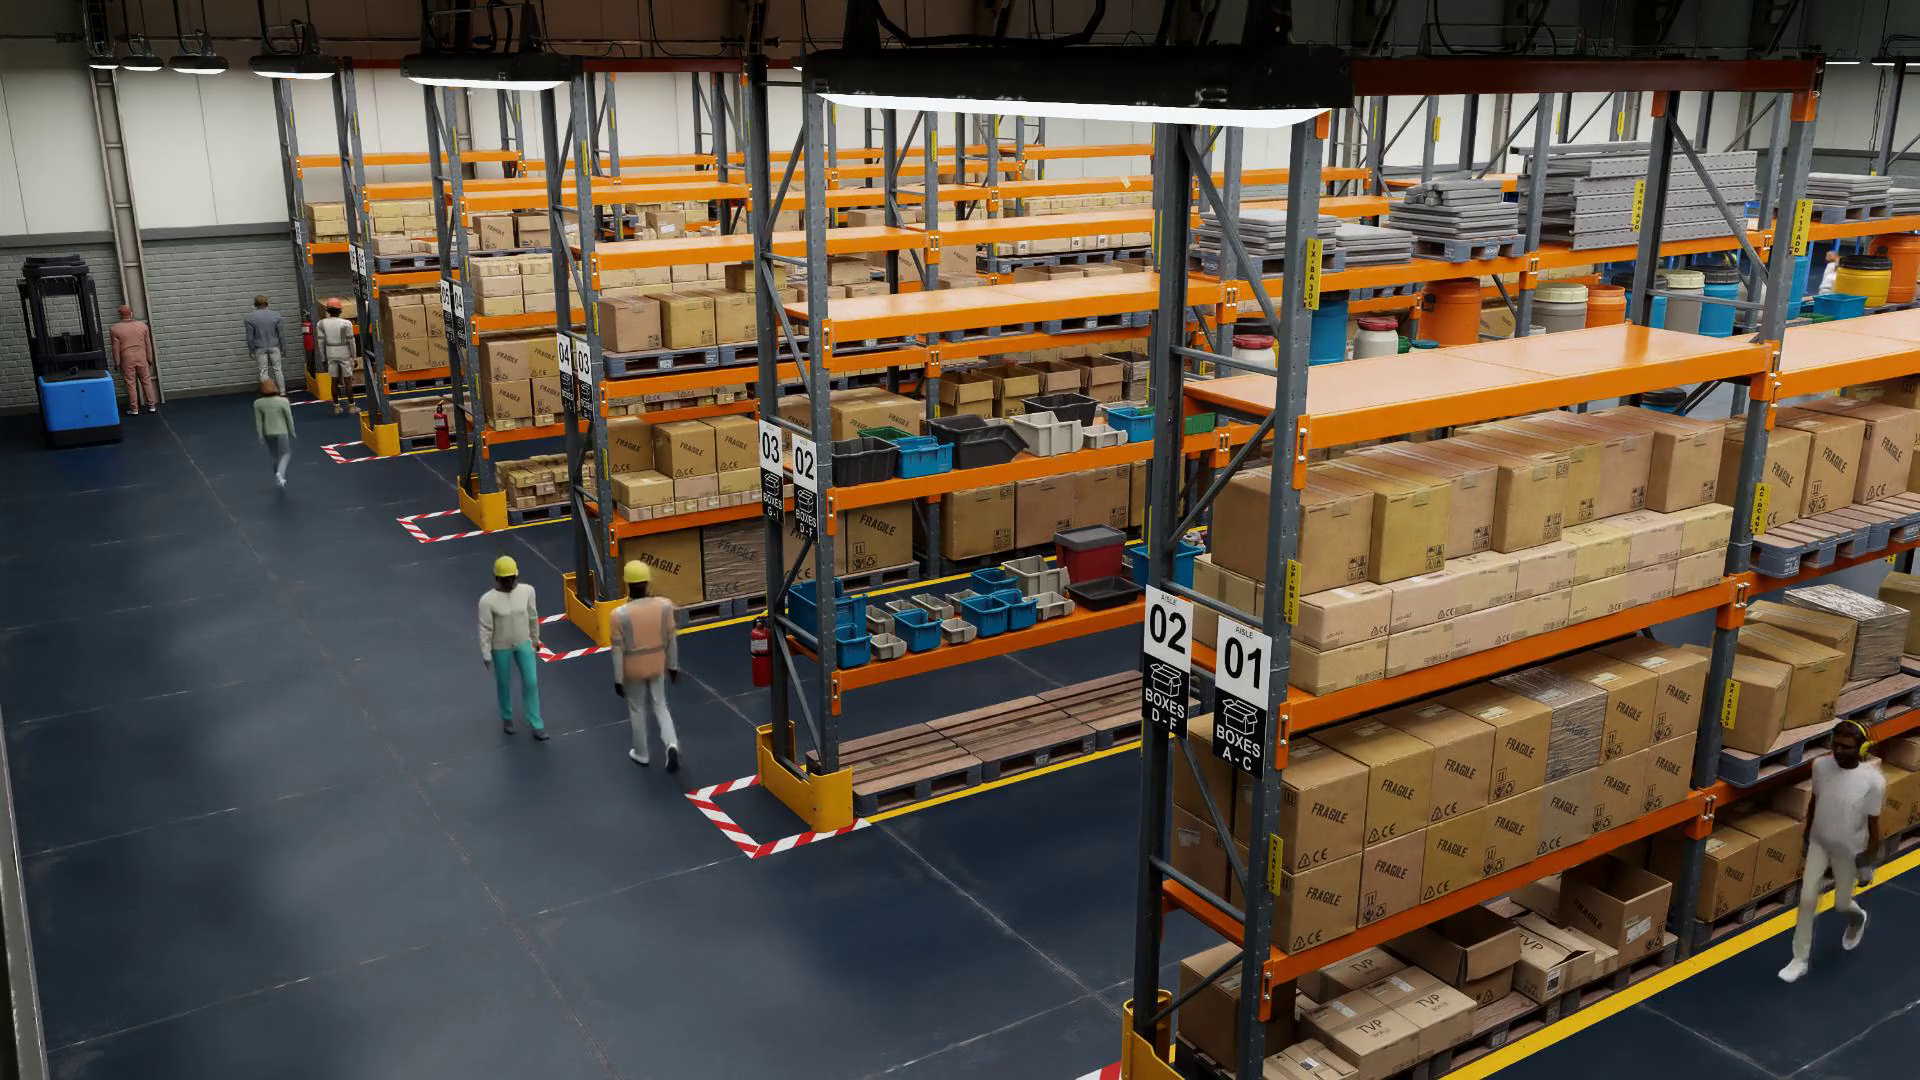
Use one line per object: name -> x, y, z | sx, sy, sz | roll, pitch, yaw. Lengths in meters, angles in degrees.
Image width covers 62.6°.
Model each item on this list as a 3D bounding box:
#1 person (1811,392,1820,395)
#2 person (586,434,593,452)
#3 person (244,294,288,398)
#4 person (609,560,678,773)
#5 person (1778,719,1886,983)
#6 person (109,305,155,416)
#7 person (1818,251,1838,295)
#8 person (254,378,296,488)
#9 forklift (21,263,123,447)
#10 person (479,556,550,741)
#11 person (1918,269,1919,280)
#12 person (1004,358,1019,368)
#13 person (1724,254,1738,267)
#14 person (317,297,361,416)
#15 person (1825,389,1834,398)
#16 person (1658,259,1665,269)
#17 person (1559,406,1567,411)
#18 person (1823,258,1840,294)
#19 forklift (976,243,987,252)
person -> 16.112, -3.525, 28.955 | 0.997, 1.784, 0.641 | 6, 18, 18
person -> -5.363, -1.832, 23.235 | 1.011, 1.886, 0.566 | -12, 21, -34
person -> -12.495, -3.452, 28.450 | 0.633, 1.936, 0.353 | -9, 19, -26
person -> -2.696, 1.101, 13.572 | 0.599, 1.907, 0.719 | -11, 20, -31
person -> 5.911, 2.051, 10.578 | 0.794, 1.840, 0.526 | -11, 20, -33
person -> -14.400, -3.132, 27.454 | 0.643, 1.908, 0.399 | -16, 23, -42
person -> 20.745, -6.073, 37.617 | 0.813, 1.602, 0.505 | 11, 20, 31
person -> -9.834, -1.521, 22.650 | 0.514, 1.616, 0.574 | -1, 17, -5
forklift -> -14.518, -3.079, 25.708 | 1.129, 2.768, 1.873 | -10, 20, -31
person -> -4.017, 0.990, 14.228 | 0.559, 1.729, 0.831 | -10, 20, -31
person -> 22.604, -6.198, 37.703 | 0.934, 1.804, 0.622 | 9, 19, 27
person -> 0.730, -1.734, 23.005 | 1.014, 1.832, 0.589 | -10, 20, -30
person -> 17.610, -5.753, 36.390 | 0.882, 1.701, 0.499 | 5, 18, 15
person -> -10.783, -3.190, 27.416 | 0.614, 2.039, 0.394 | -1, 17, -3
person -> 15.807, -3.204, 28.170 | 0.545, 1.617, 0.534 | 2, 17, 5
person -> 15.213, -5.245, 34.577 | 0.524, 1.799, 0.951 | 15, 23, 41
person -> 10.086, -2.832, 26.447 | 0.587, 1.920, 0.391 | 2, 17, 7
person -> 18.720, -5.075, 33.803 | 0.566, 1.914, 0.569 | 1, 17, 3
forklift -> 0.988, -5.474, 34.718 | 1.214, 2.155, 2.313 | -10, 20, -31
